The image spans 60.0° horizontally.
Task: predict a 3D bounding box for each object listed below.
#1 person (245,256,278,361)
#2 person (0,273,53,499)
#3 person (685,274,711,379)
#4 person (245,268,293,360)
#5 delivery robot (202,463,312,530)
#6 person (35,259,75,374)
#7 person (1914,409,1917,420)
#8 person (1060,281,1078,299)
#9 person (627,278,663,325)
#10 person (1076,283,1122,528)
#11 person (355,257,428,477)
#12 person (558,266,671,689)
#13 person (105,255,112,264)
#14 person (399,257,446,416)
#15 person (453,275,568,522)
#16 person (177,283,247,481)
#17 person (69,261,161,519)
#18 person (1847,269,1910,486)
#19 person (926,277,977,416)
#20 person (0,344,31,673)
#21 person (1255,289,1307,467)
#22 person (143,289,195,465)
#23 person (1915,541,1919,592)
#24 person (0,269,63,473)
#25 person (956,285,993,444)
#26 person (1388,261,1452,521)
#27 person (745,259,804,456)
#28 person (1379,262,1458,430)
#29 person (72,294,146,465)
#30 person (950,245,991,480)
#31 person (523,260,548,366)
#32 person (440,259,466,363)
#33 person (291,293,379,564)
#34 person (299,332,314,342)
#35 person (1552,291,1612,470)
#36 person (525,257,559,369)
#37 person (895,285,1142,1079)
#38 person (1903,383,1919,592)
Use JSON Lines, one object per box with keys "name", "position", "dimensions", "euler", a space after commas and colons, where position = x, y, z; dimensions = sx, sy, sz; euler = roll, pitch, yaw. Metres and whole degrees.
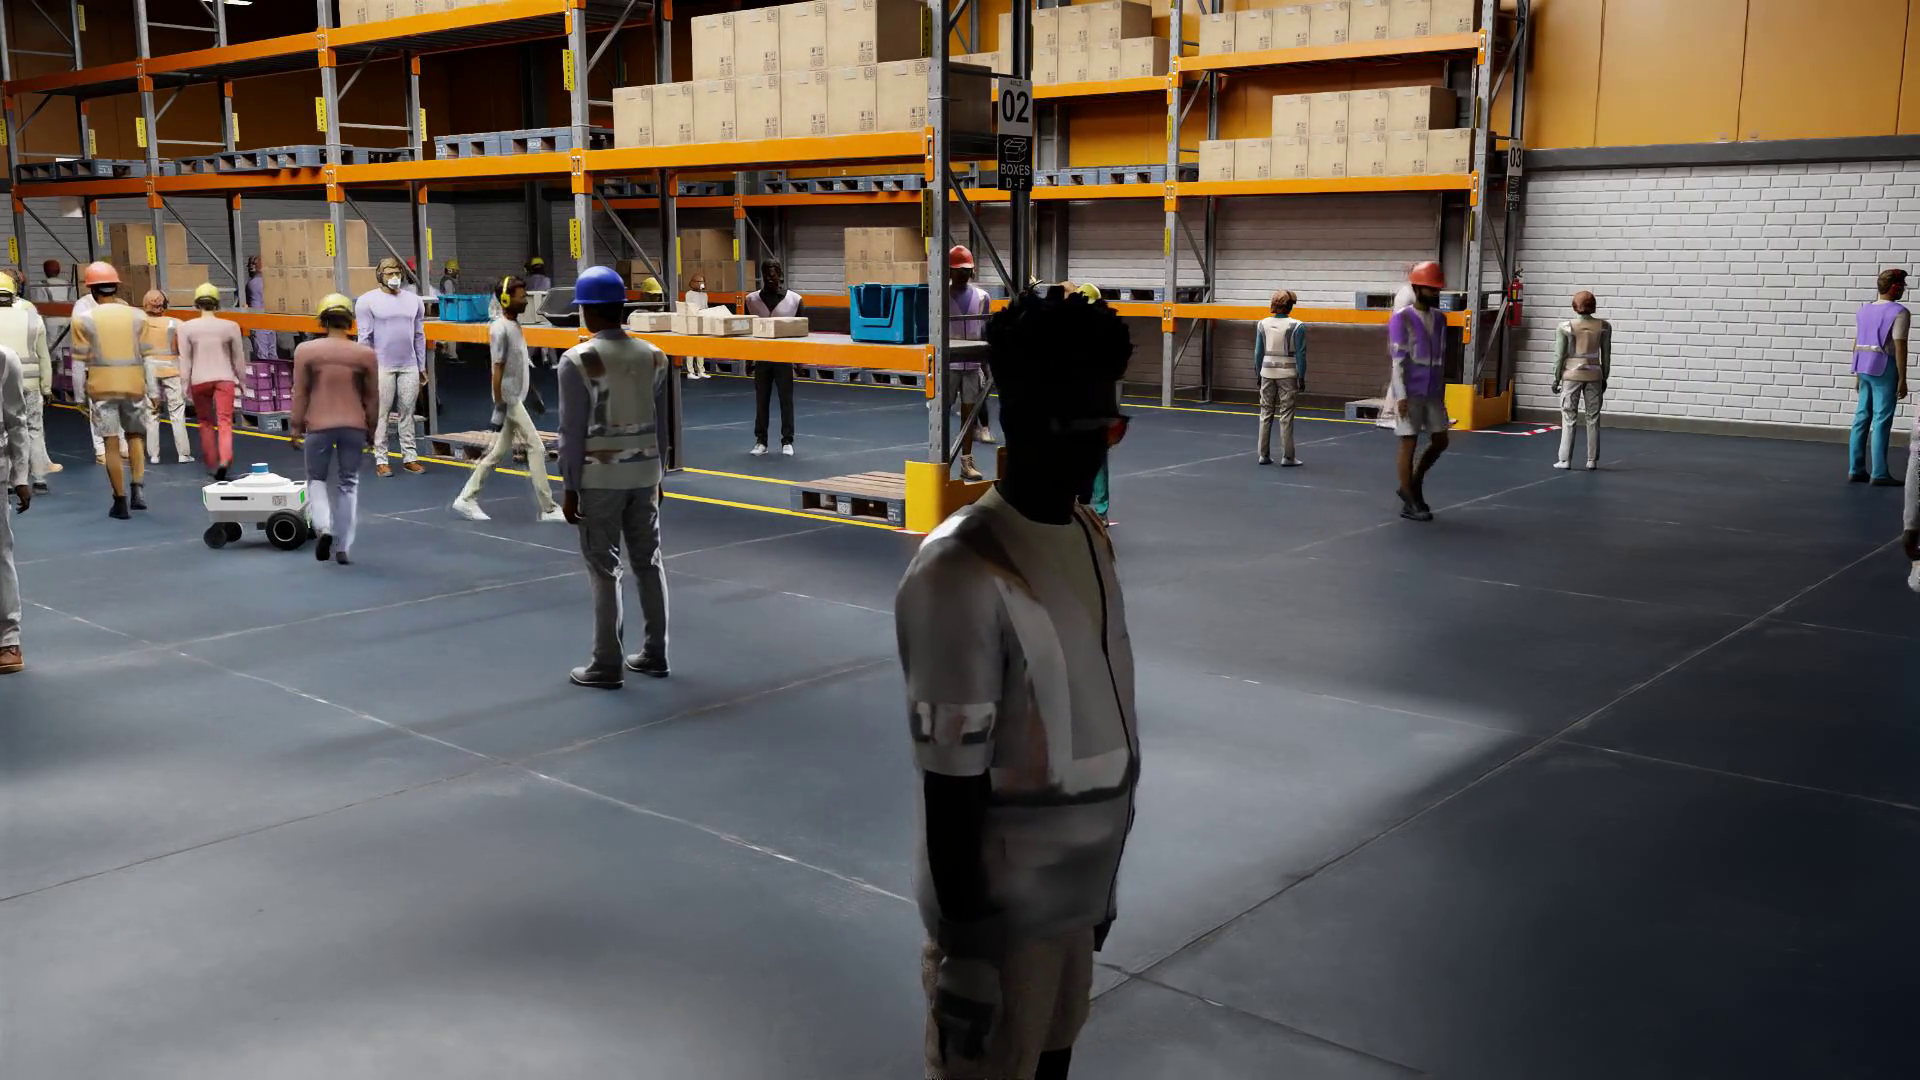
{"name": "person", "position": [-9.678, -2.956, 22.994], "dimensions": [0.406, 1.906, 0.654], "euler": [1, 10, 4]}
{"name": "person", "position": [-7.728, -1.245, 13.505], "dimensions": [0.619, 1.819, 0.464], "euler": [-8, 13, -40]}
{"name": "person", "position": [-4.081, -3.319, 25.861], "dimensions": [0.276, 1.629, 0.497], "euler": [7, 12, 33]}
{"name": "person", "position": [-11.396, -3.650, 27.369], "dimensions": [0.606, 1.784, 0.953], "euler": [6, 12, 30]}
{"name": "delivery robot", "position": [-4.757, -0.279, 11.333], "dimensions": [0.707, 0.478, 0.477], "euler": [0, 10, -1]}
{"name": "person", "position": [-13.397, -3.238, 24.711], "dimensions": [0.730, 1.864, 0.583], "euler": [5, 11, 27]}
{"name": "person", "position": [9.262, -1.711, 15.652], "dimensions": [0.378, 1.995, 0.609], "euler": [0, 10, 3]}
{"name": "person", "position": [1.298, -2.258, 19.830], "dimensions": [0.281, 1.628, 0.529], "euler": [2, 10, 11]}
{"name": "person", "position": [-3.008, -1.686, 16.246], "dimensions": [0.485, 1.737, 0.346], "euler": [-7, 12, -36]}
{"name": "person", "position": [0.912, -0.968, 12.066], "dimensions": [0.530, 1.772, 0.303], "euler": [2, 10, 11]}
{"name": "person", "position": [-5.035, -1.536, 14.817], "dimensions": [0.631, 1.940, 0.372], "euler": [-9, 14, -42]}
{"name": "person", "position": [-1.605, -0.291, 7.730], "dimensions": [0.413, 1.940, 0.604], "euler": [8, 13, 40]}
{"name": "person", "position": [-13.300, -3.539, 26.292], "dimensions": [0.534, 1.907, 0.622], "euler": [-8, 13, -37]}
{"name": "person", "position": [-6.428, -2.387, 19.719], "dimensions": [0.426, 1.916, 0.561], "euler": [9, 13, 40]}
{"name": "person", "position": [-3.322, -1.031, 12.247], "dimensions": [0.942, 1.835, 0.514], "euler": [-1, 10, -6]}
{"name": "person", "position": [-6.533, -1.382, 14.562], "dimensions": [0.548, 1.724, 0.817], "euler": [-4, 11, -23]}
{"name": "person", "position": [-6.365, -1.124, 12.511], "dimensions": [0.583, 1.918, 0.531], "euler": [-8, 13, -39]}
{"name": "person", "position": [7.859, -1.386, 14.236], "dimensions": [0.391, 1.843, 0.563], "euler": [-2, 10, -11]}
{"name": "person", "position": [-0.090, -2.437, 20.151], "dimensions": [0.649, 1.874, 0.834], "euler": [-4, 11, -20]}
{"name": "person", "position": [-4.720, -0.291, 7.877], "dimensions": [0.572, 1.886, 0.353], "euler": [-3, 11, -19]}
{"name": "person", "position": [2.980, -1.502, 15.473], "dimensions": [0.523, 1.639, 0.309], "euler": [9, 13, 41]}
{"name": "person", "position": [-7.473, -1.517, 15.558], "dimensions": [0.514, 1.640, 0.315], "euler": [-2, 10, -13]}
{"name": "person", "position": [5.762, -0.494, 9.571], "dimensions": [0.322, 1.695, 0.536], "euler": [1, 10, 4]}
{"name": "person", "position": [-8.439, -1.504, 14.931], "dimensions": [0.621, 1.839, 0.429], "euler": [3, 10, 14]}
{"name": "person", "position": [0.110, -1.837, 17.282], "dimensions": [0.377, 1.674, 0.669], "euler": [-4, 11, -24]}
{"name": "person", "position": [3.423, -1.103, 12.382], "dimensions": [0.572, 1.925, 0.415], "euler": [-5, 11, -26]}
{"name": "person", "position": [-1.812, -1.779, 16.256], "dimensions": [0.590, 1.918, 0.389], "euler": [1, 10, 6]}
{"name": "person", "position": [5.080, -2.108, 18.296], "dimensions": [0.975, 1.855, 0.659], "euler": [6, 12, 31]}
{"name": "person", "position": [-7.970, -1.629, 15.623], "dimensions": [0.429, 1.845, 0.620], "euler": [3, 10, 16]}
{"name": "person", "position": [-0.002, -1.519, 14.424], "dimensions": [0.614, 2.041, 0.393], "euler": [-4, 11, -22]}
{"name": "person", "position": [-7.369, -3.932, 28.804], "dimensions": [0.519, 1.827, 0.977], "euler": [-5, 11, -26]}
{"name": "person", "position": [-8.961, -4.032, 29.360], "dimensions": [0.403, 1.823, 0.588], "euler": [-4, 11, -22]}
{"name": "person", "position": [-3.989, -0.701, 10.648], "dimensions": [0.569, 1.726, 0.507], "euler": [-5, 11, -26]}
{"name": "person", "position": [-9.726, -3.134, 24.782], "dimensions": [0.280, 1.633, 0.498], "euler": [-2, 10, -13]}
{"name": "person", "position": [5.669, -1.449, 15.176], "dimensions": [0.512, 1.640, 0.309], "euler": [0, 10, 2]}
{"name": "person", "position": [-7.068, -3.790, 27.855], "dimensions": [0.657, 1.878, 0.655], "euler": [8, 13, 38]}
{"name": "person", "position": [0.112, 0.568, 2.765], "dimensions": [0.366, 1.962, 0.610], "euler": [5, 11, 24]}
{"name": "person", "position": [4.105, -0.097, 6.682], "dimensions": [0.547, 1.918, 0.659], "euler": [3, 11, 19]}
